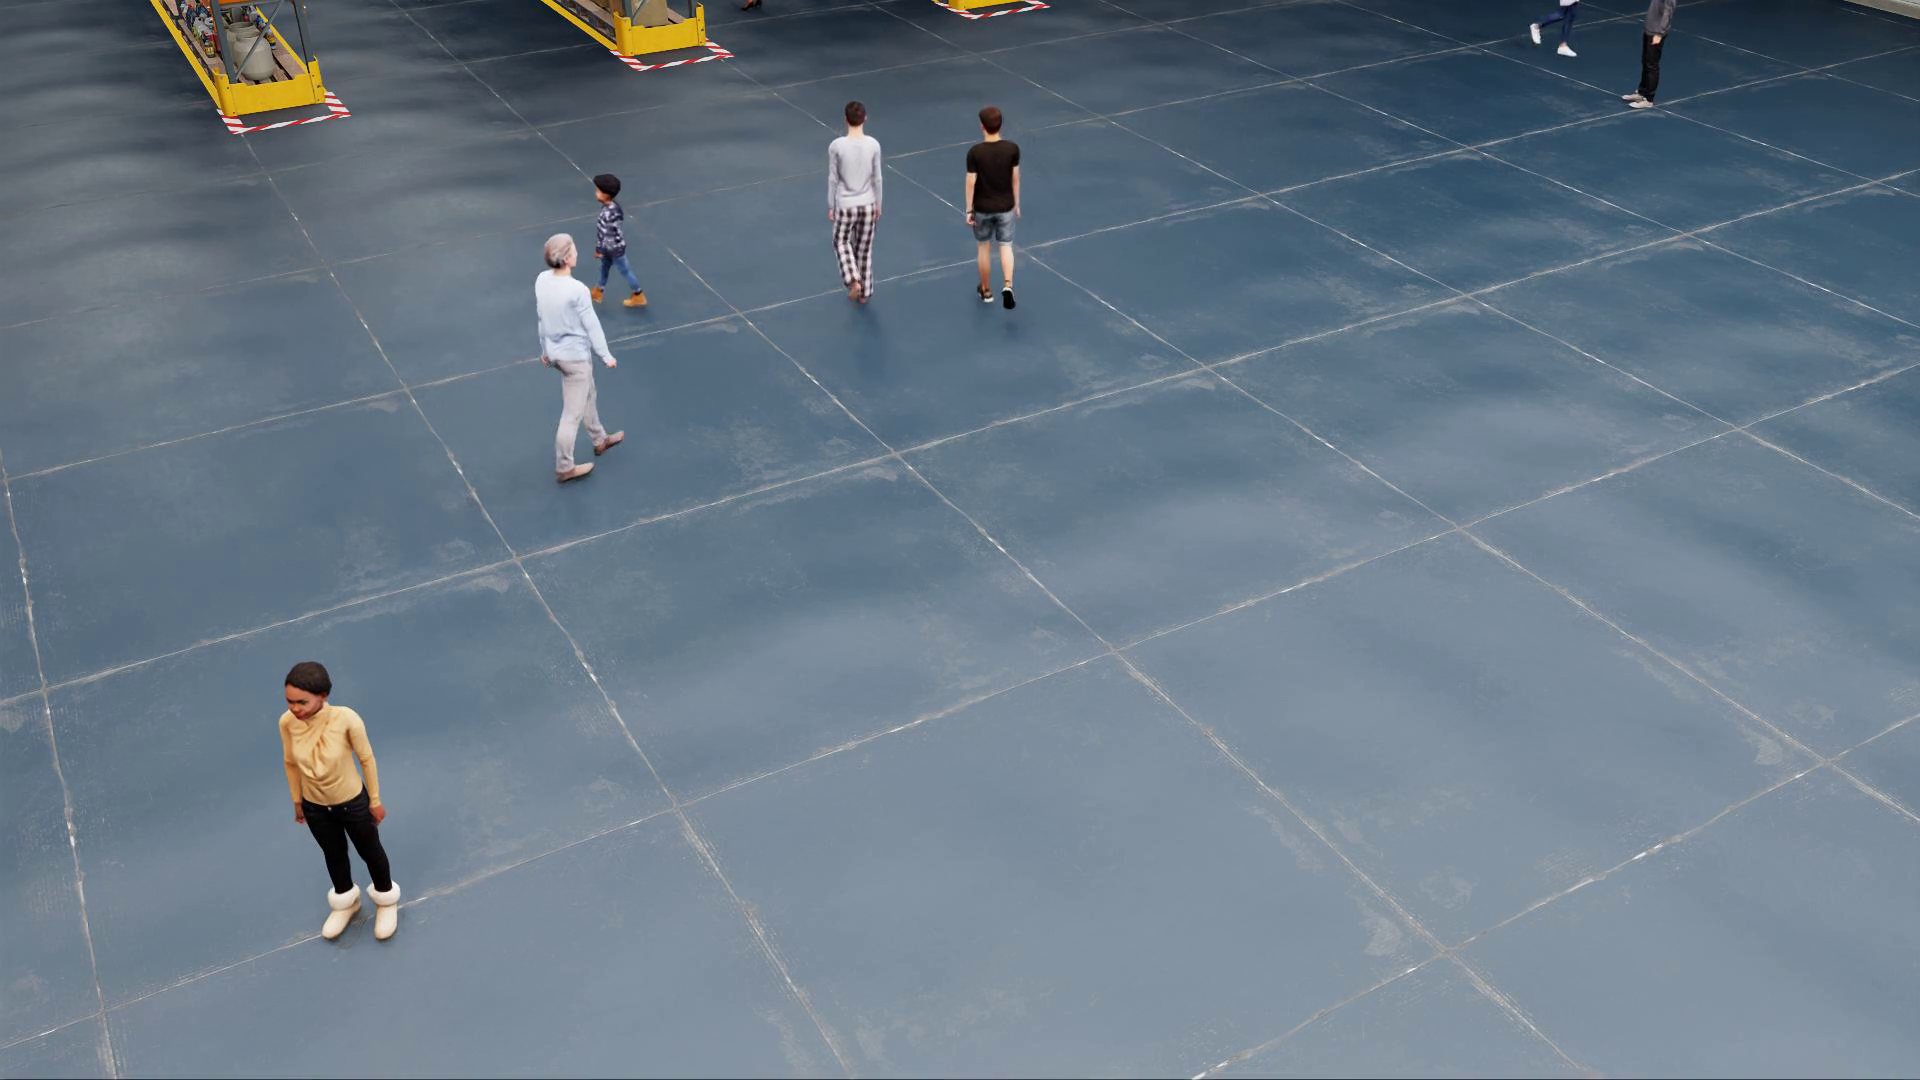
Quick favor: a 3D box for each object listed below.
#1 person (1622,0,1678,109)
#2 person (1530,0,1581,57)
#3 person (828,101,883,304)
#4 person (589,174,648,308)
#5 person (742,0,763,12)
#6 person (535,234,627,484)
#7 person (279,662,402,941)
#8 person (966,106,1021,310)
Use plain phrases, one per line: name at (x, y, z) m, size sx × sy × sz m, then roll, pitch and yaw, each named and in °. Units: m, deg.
person at (8.277, -6.047, 19.747) m, size 0.763 × 1.764 × 0.669 m, roll 3°, pitch 32°, yaw 5°
person at (7.853, -7.203, 21.583) m, size 0.736 × 1.761 × 0.969 m, roll -26°, pitch 41°, yaw -35°
person at (-0.915, -2.936, 14.750) m, size 0.766 × 1.836 × 0.831 m, roll -7°, pitch 33°, yaw -10°
person at (-3.049, -2.643, 14.860) m, size 0.773 × 1.222 × 0.850 m, roll -3°, pitch 32°, yaw -4°
person at (-2.992, -8.359, 23.458) m, size 0.686 × 1.717 × 0.649 m, roll -26°, pitch 41°, yaw -35°
person at (-2.901, -1.276, 12.094) m, size 0.874 × 1.861 × 0.987 m, roll -27°, pitch 41°, yaw -36°
person at (-3.077, 1.280, 8.231) m, size 0.688 × 1.659 × 0.704 m, roll 1°, pitch 32°, yaw 1°
person at (0.322, -2.905, 14.699) m, size 0.869 × 1.836 × 1.092 m, roll -6°, pitch 33°, yaw -10°
